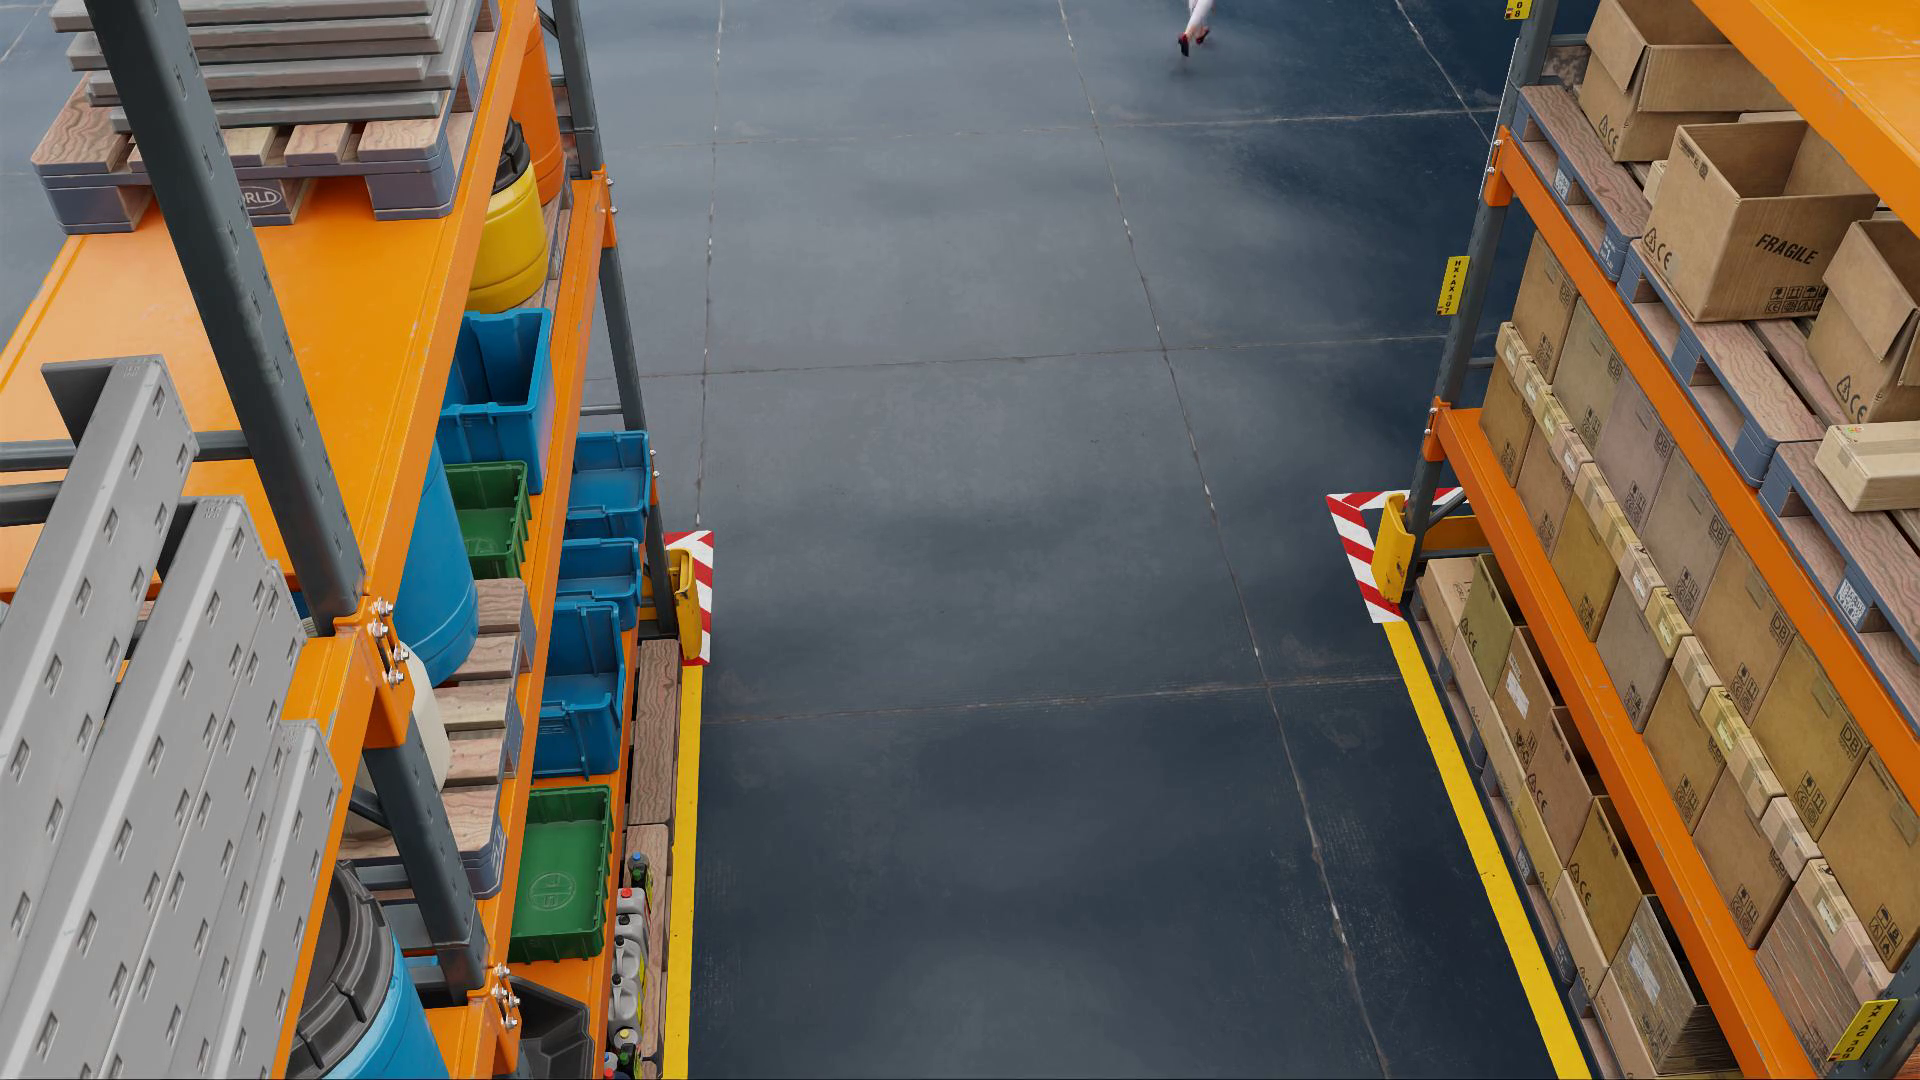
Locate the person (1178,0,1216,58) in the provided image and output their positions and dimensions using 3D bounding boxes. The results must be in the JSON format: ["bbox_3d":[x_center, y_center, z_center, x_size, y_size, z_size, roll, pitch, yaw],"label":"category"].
[{"bbox_3d":[1.947,-4.700,13.520,0.930,1.587,1.062,20,46,21],"label":"person"}]
